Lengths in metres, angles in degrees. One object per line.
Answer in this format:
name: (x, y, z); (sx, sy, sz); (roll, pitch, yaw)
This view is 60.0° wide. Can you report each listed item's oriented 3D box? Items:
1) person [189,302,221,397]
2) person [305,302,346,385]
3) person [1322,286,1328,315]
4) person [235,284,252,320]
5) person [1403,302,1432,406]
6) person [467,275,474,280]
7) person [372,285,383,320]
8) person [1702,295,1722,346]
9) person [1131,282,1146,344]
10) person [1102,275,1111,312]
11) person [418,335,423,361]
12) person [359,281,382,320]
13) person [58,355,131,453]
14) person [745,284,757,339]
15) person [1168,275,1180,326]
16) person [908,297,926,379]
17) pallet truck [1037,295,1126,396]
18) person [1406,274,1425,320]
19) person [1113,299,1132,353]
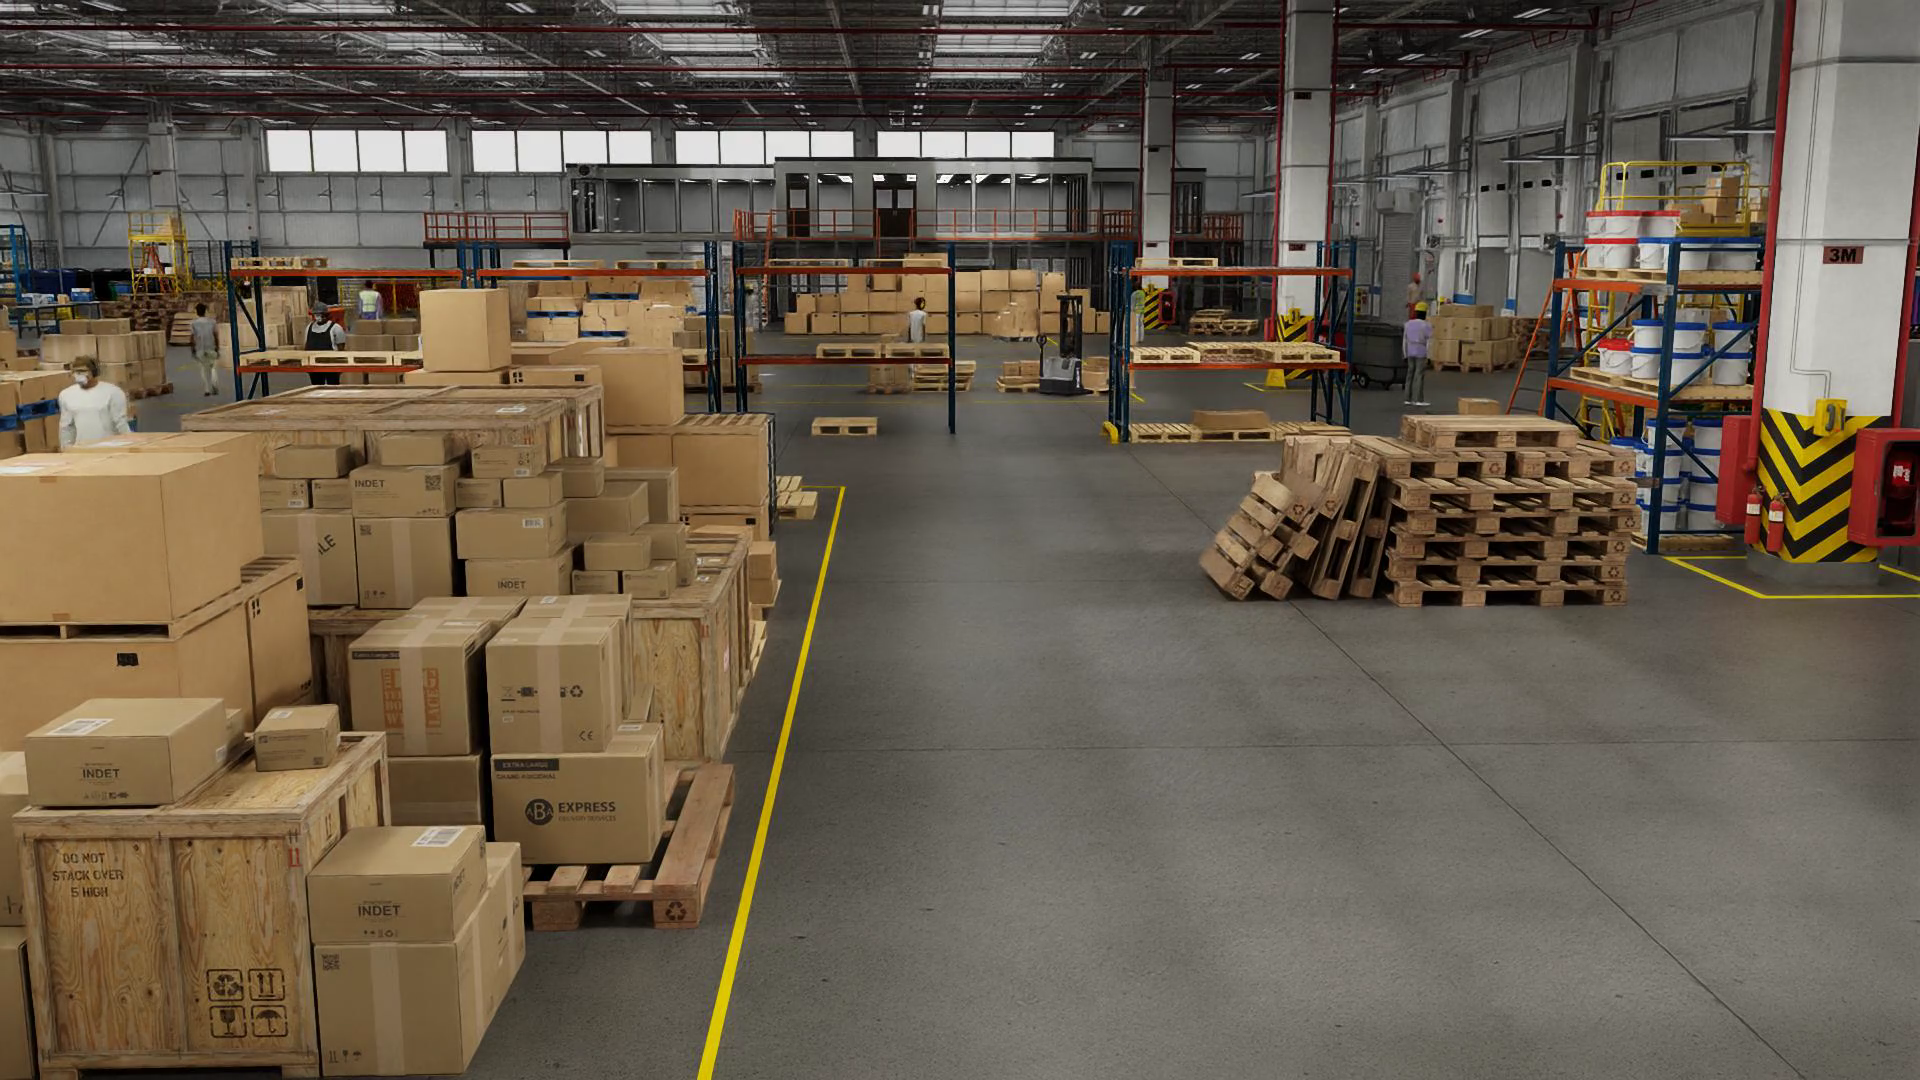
person: (-14.815, -3.728, 32.625); (0.561, 1.847, 0.397); (-7, 12, -33)
person: (-10.679, -2.973, 27.880); (0.685, 2.000, 0.538); (1, 10, 6)
person: (10.020, -6.238, 46.772); (0.662, 1.801, 0.827); (-8, 13, -38)
person: (-18.356, -5.613, 42.835); (0.613, 1.948, 0.522); (1, 10, 8)
person: (8.484, -3.440, 30.798); (0.387, 1.926, 0.591); (-8, 13, -37)
person: (-20.329, -10.215, 68.775); (0.506, 1.846, 0.351); (-1, 10, -8)
person: (-18.133, -7.094, 51.722); (0.550, 1.731, 0.778); (5, 11, 25)
person: (15.926, -4.242, 35.267); (0.589, 1.927, 0.387); (-10, 14, -44)
person: (5.292, -6.781, 49.693); (0.431, 1.835, 0.624); (8, 13, 37)
person: (6.267, -10.591, 70.764); (0.355, 1.882, 0.575); (-3, 11, -15)
person: (-8.319, -2.649, 26.515); (0.584, 1.882, 0.349); (2, 10, 11)
person: (-17.660, -6.823, 49.808); (0.625, 1.881, 0.841); (-2, 10, -8)
person: (-8.562, -0.865, 16.462); (0.666, 1.921, 0.466); (-1, 10, -3)
person: (-6.540, -7.108, 51.788); (0.402, 1.733, 0.487); (8, 13, 39)
person: (7.615, -8.745, 60.463); (0.977, 1.882, 0.565); (6, 12, 32)
person: (-0.981, -4.391, 36.354); (0.566, 1.842, 0.635); (9, 14, 42)
pallet truck: (2.483, -3.881, 33.060); (1.885, 1.965, 0.823); (-7, 13, -36)
person: (15.511, -8.071, 56.609); (0.670, 1.946, 0.734); (-2, 10, -13)
person: (3.383, -4.142, 34.679); (0.359, 1.937, 0.635); (8, 13, 37)
